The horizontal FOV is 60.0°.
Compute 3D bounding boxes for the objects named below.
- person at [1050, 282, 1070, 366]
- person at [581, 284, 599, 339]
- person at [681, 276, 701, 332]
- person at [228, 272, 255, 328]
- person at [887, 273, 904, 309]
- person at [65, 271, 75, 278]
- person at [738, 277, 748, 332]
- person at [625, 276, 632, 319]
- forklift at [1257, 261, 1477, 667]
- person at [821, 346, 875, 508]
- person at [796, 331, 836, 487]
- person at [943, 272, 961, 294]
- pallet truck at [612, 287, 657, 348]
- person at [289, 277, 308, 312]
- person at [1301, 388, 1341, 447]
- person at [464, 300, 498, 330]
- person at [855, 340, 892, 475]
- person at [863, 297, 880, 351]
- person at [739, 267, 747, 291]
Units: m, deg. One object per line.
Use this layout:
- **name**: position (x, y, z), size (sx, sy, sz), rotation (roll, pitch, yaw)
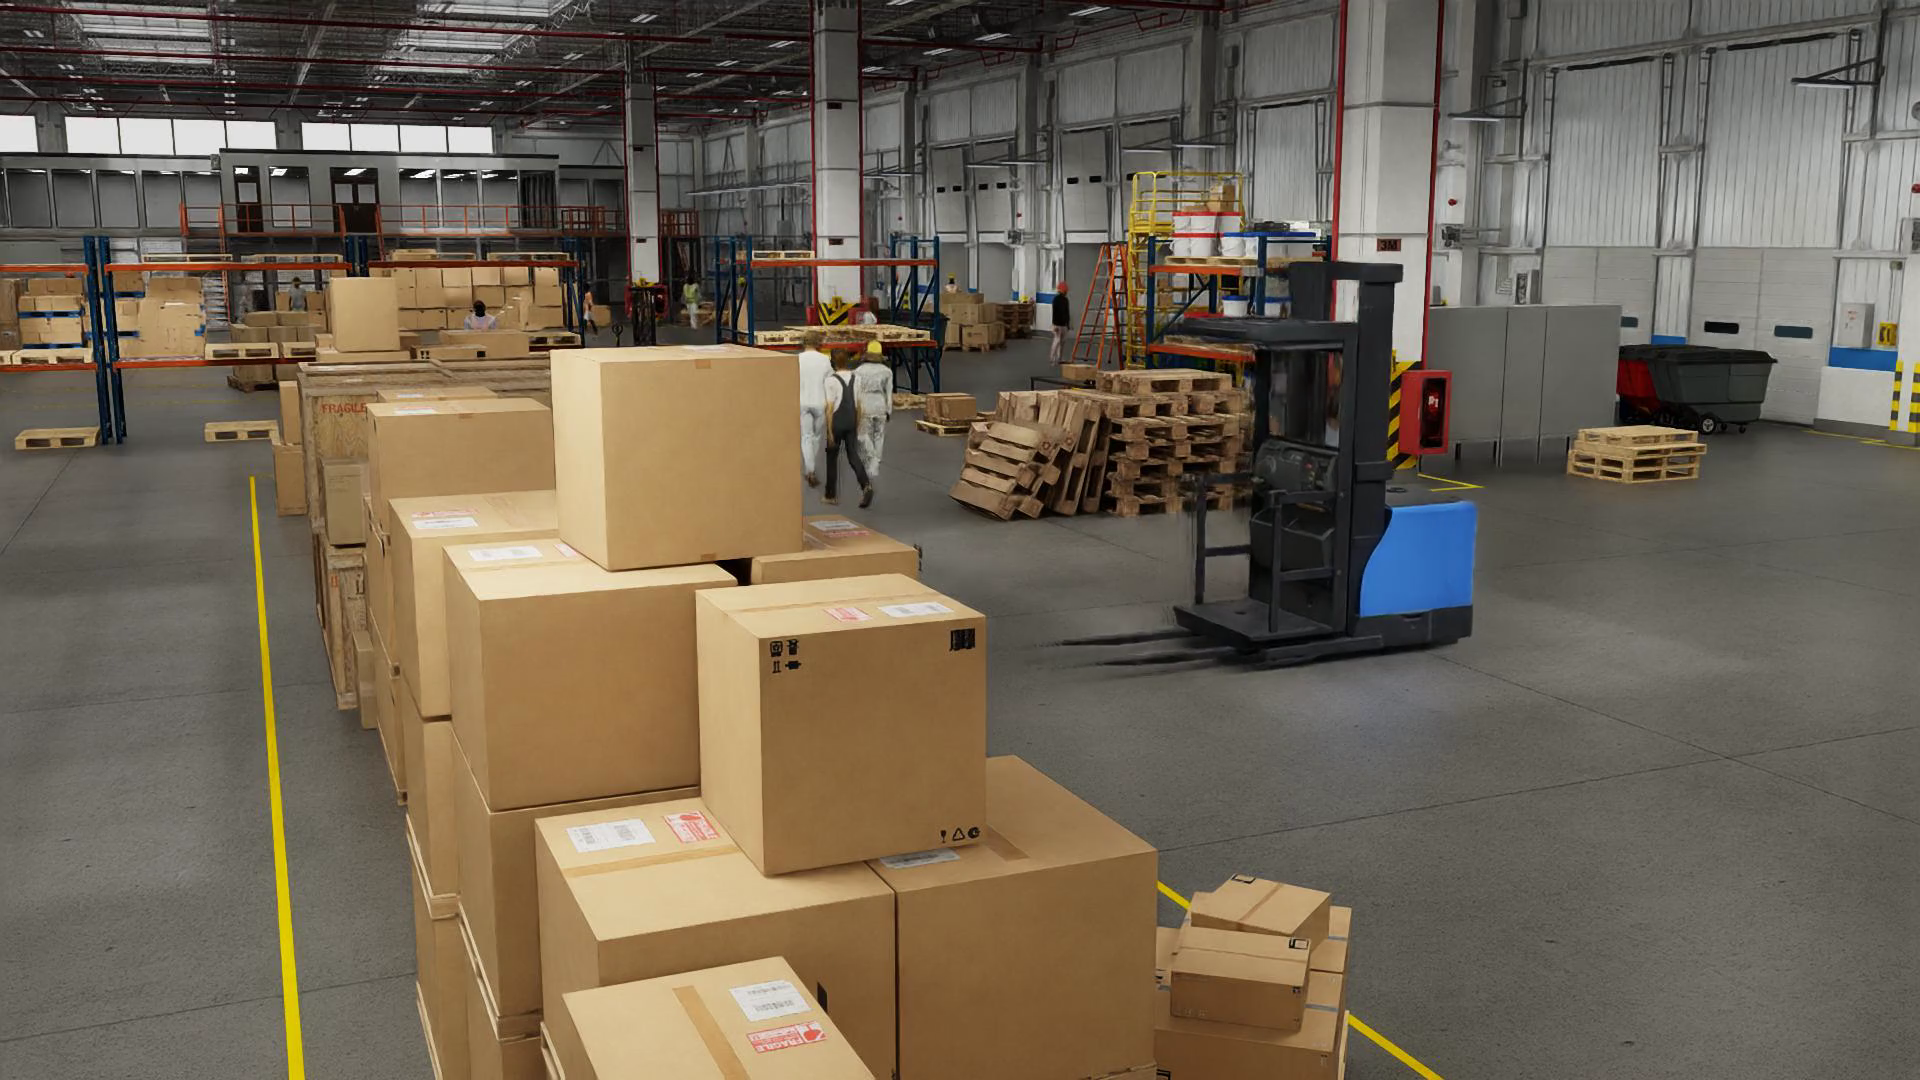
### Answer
- **person**: position (2.404, -5.107, 39.319), size (0.426, 1.983, 0.632), rotation (7, 12, 33)
- **person**: position (-11.144, -6.795, 49.520), size (0.770, 1.652, 0.554), rotation (-2, 10, -11)
- **person**: position (-8.670, -7.575, 53.399), size (0.625, 1.798, 0.942), rotation (5, 12, 27)
- **person**: position (-23.540, -7.841, 54.650), size (0.636, 1.884, 1.010), rotation (10, 14, 43)
- **person**: position (-1.981, -7.200, 50.986), size (0.543, 1.932, 0.376), rotation (4, 11, 23)
- **person**: position (-27.129, -7.230, 50.930), size (0.896, 2.016, 0.619), rotation (6, 12, 30)
- **person**: position (-6.902, -7.479, 53.005), size (0.324, 1.760, 0.523), rotation (-8, 13, -37)
- **person**: position (-12.138, -9.148, 61.665), size (0.614, 1.950, 0.375), rotation (2, 10, 10)
- **forklift**: position (2.766, -0.631, 12.164), size (1.873, 2.768, 1.129), rotation (-4, 11, -23)
- **person**: position (-1.270, -1.248, 18.516), size (0.520, 1.824, 0.855), rotation (-7, 12, -34)
- **person**: position (-1.814, -1.596, 20.265), size (0.648, 1.887, 0.964), rotation (-1, 10, -7)
- **person**: position (-0.249, -7.815, 54.431), size (0.608, 1.912, 0.639), rotation (0, 10, -1)
- **pallet truck**: position (-6.464, -4.406, 35.401), size (0.823, 1.965, 1.885), rotation (6, 12, 32)
- **person**: position (-19.704, -6.897, 49.509), size (0.549, 1.858, 0.414), rotation (-3, 11, -16)
- **person**: position (2.866, -0.216, 12.634), size (0.646, 1.878, 1.041), rotation (-8, 13, -37)
- **person**: position (-9.003, -3.584, 31.302), size (0.636, 1.842, 0.429), rotation (-3, 11, -17)
- **person**: position (-1.082, -1.652, 20.944), size (0.500, 1.728, 0.568), rotation (-3, 11, -17)
- **person**: position (-1.717, -3.787, 32.340), size (0.426, 1.869, 0.614), rotation (2, 10, 10)
- **person**: position (-8.051, -9.116, 61.428), size (0.636, 1.975, 0.625), rotation (1, 10, 3)
